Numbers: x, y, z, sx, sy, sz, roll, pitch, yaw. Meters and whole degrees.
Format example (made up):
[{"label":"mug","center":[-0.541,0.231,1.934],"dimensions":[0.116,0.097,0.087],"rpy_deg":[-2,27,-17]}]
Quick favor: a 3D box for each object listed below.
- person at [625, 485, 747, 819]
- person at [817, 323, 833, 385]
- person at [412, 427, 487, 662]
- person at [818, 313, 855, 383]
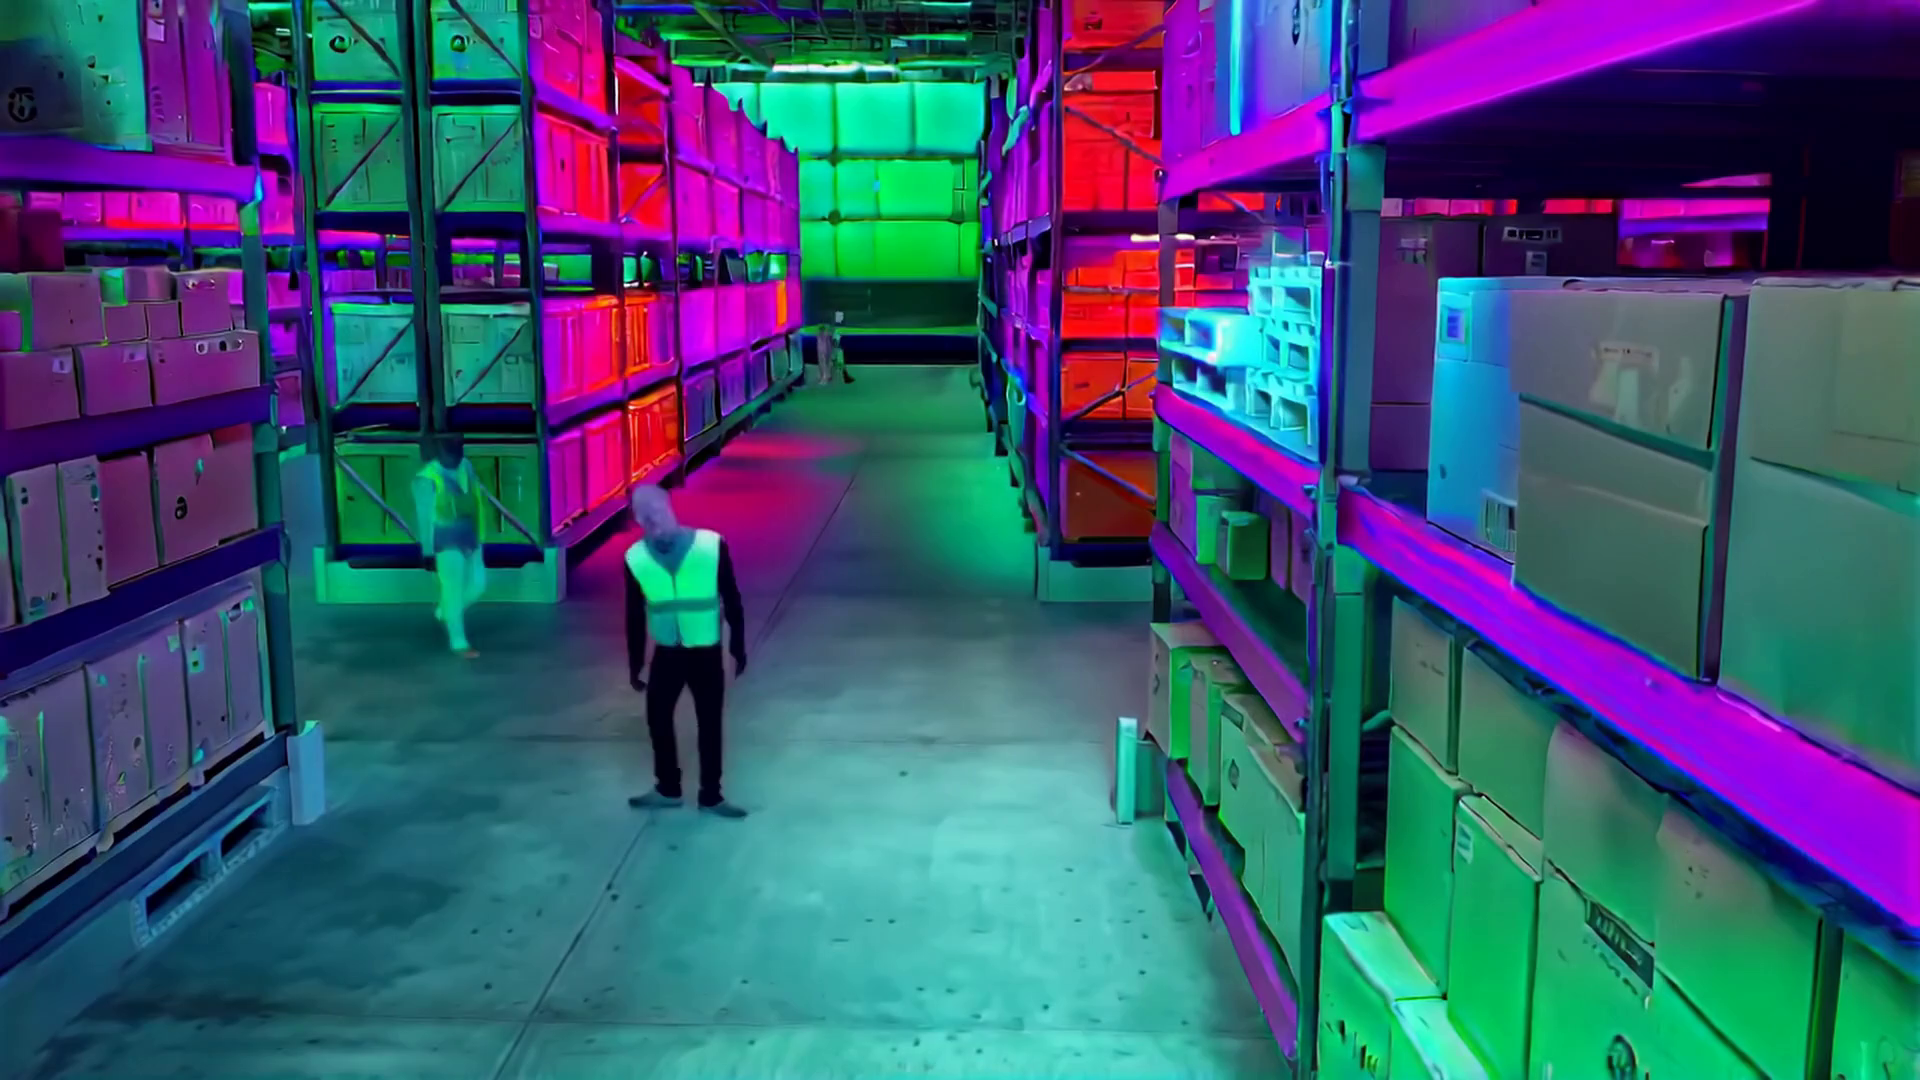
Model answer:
[{"label":"person","center":[-1.502,0.617,9.186],"dimensions":[0.687,1.875,0.375],"rpy_deg":[0,9,2]},{"label":"person","center":[-3.534,-4.889,43.689],"dimensions":[0.328,1.627,0.526],"rpy_deg":[-9,13,-43]},{"label":"person","center":[-3.970,0.024,12.928],"dimensions":[0.580,1.829,0.642],"rpy_deg":[5,10,27]},{"label":"person","center":[-3.327,-5.100,44.215],"dimensions":[1.013,1.877,0.541],"rpy_deg":[-3,10,-20]}]
